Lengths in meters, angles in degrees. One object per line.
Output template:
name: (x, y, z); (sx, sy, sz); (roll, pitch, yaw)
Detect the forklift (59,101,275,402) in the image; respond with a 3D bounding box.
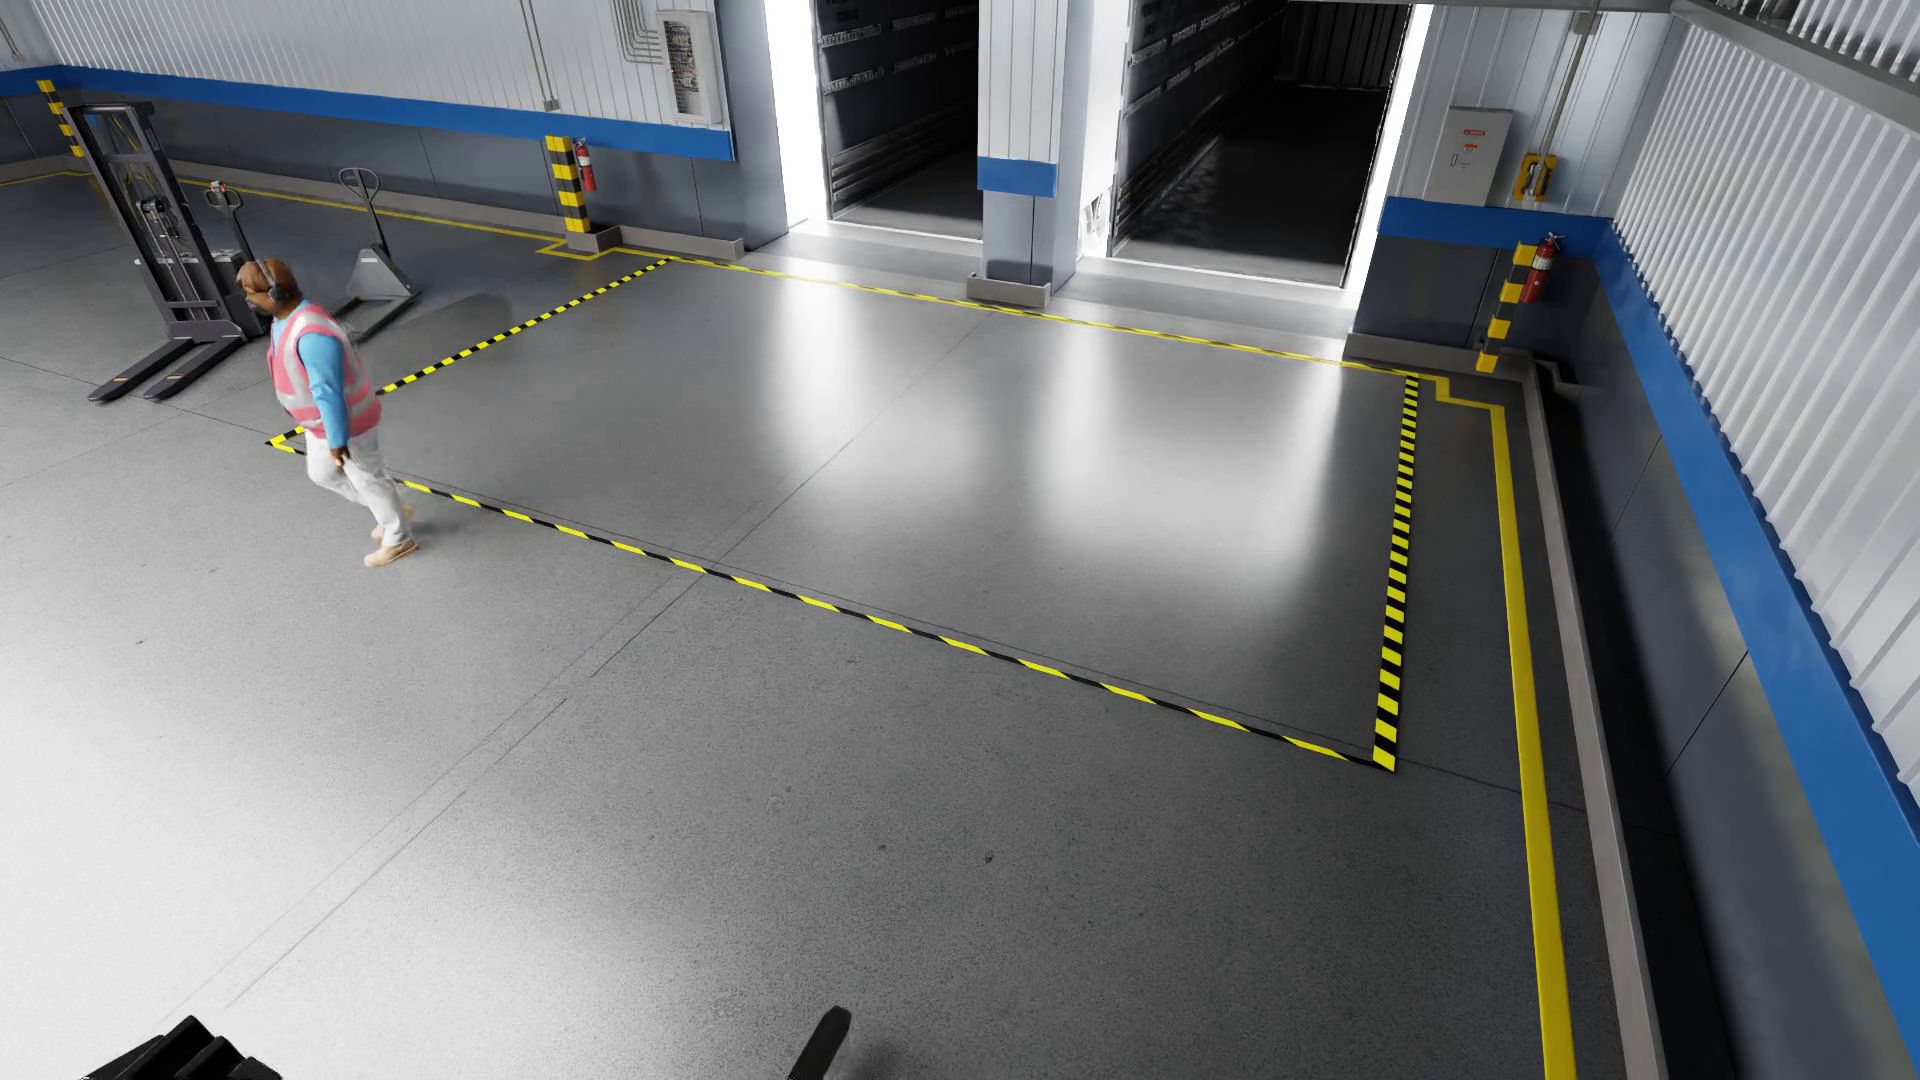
forklift: (-6.686, -2.387, 7.434); (0.823, 1.965, 1.885); (-3, 35, -5)

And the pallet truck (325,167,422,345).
pallet truck: (-5.732, -2.611, 8.414); (0.680, 1.201, 1.601); (-1, 35, -1)

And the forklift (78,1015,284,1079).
forklift: (-1.149, 2.100, 0.706); (1.157, 2.036, 2.680); (15, 38, 20)

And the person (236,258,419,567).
person: (-3.472, -0.665, 5.114); (0.637, 1.827, 0.437); (28, 44, 34)
